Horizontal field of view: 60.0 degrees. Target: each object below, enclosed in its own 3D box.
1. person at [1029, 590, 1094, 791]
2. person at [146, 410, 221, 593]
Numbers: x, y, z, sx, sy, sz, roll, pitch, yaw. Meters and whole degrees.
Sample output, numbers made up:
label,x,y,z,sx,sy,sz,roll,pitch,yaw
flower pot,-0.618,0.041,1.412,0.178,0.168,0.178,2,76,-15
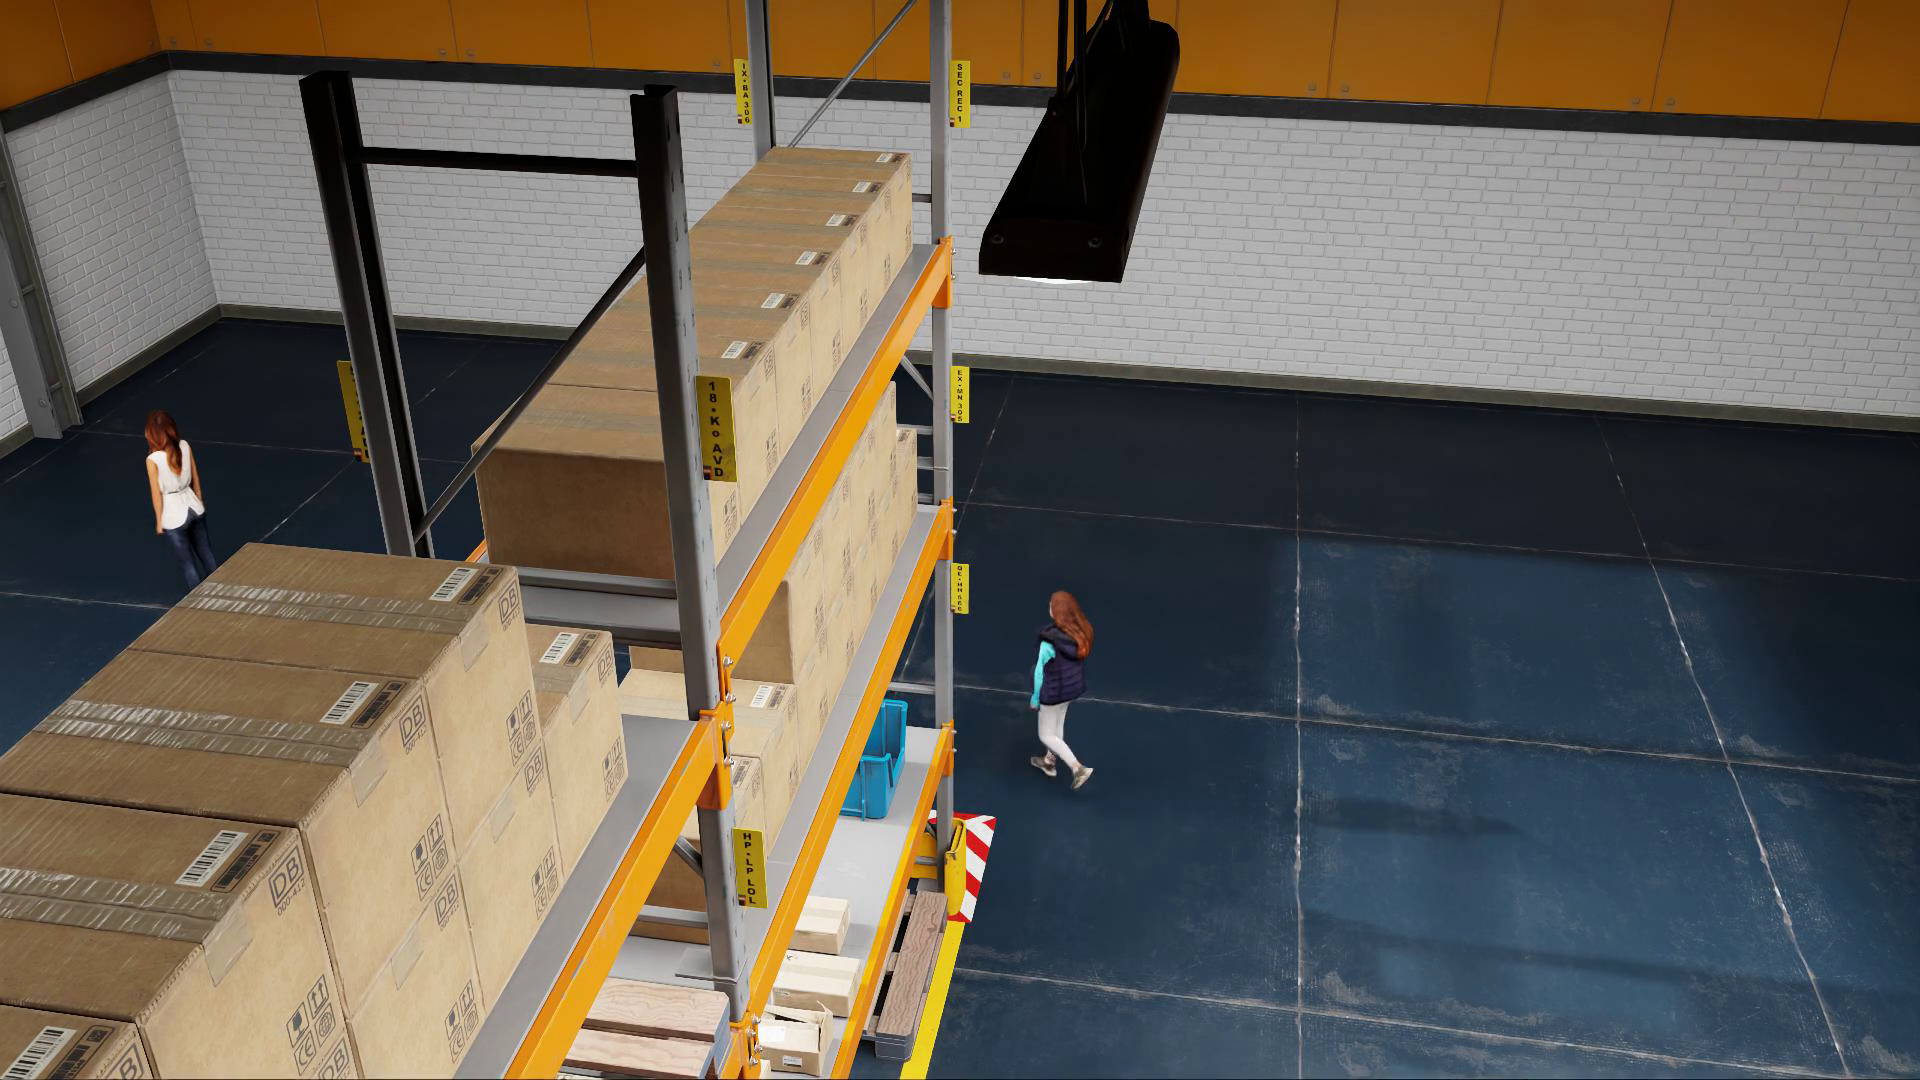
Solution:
label,x,y,z,sx,sy,sz,roll,pitch,yaw
person,0.696,1.036,11.219,0.868,1.488,0.860,24,37,37
person,-6.141,-0.193,13.164,0.692,1.784,0.536,12,31,20
